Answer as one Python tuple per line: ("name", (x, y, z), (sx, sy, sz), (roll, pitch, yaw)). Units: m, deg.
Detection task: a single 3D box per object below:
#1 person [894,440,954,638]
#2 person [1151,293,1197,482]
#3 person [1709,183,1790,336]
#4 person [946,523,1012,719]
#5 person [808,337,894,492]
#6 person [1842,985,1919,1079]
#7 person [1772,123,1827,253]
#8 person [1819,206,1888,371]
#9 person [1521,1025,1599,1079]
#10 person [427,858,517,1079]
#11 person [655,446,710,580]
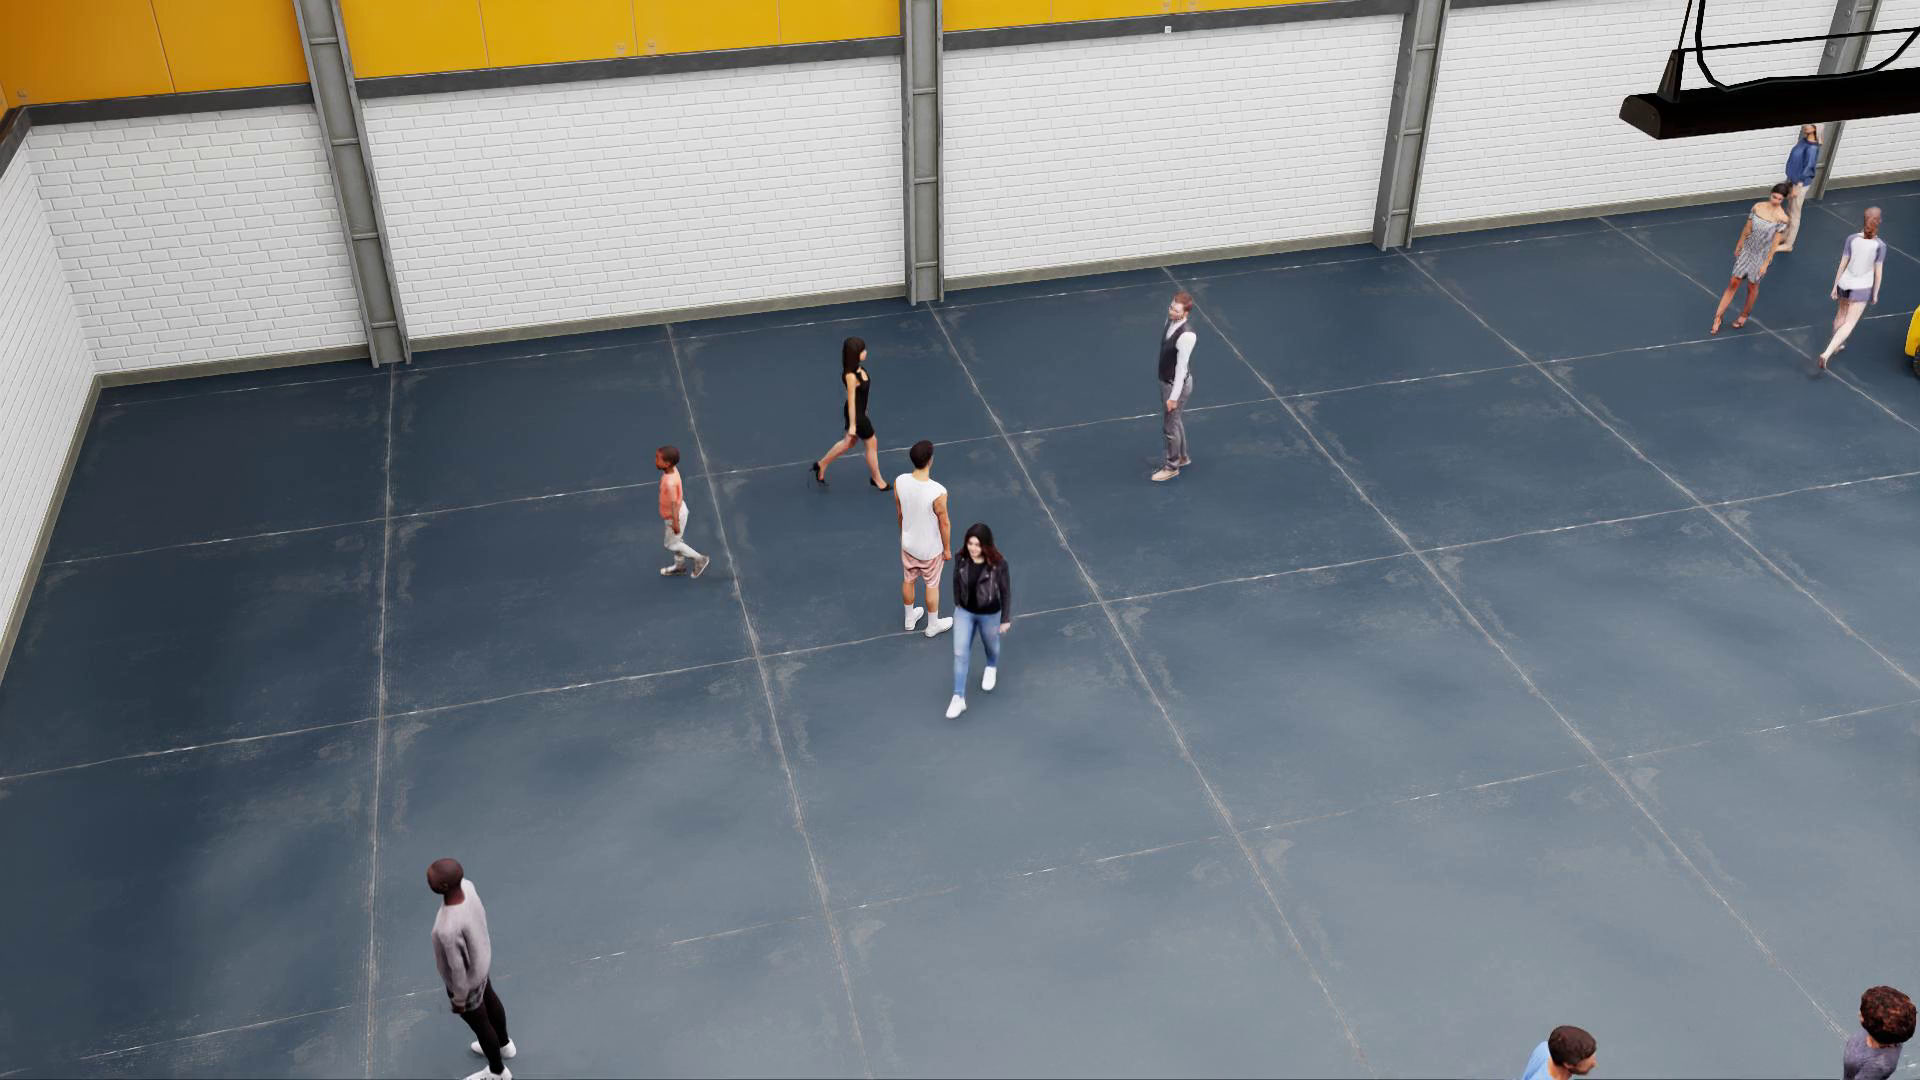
("person", (-0.315, -0.003, 13.603), (0.725, 1.787, 0.781), (19, 38, 26))
("person", (2.017, -1.503, 15.687), (0.698, 1.977, 0.709), (1, 34, 1))
("person", (8.795, -3.100, 18.262), (1.043, 1.787, 0.885), (-20, 39, -27))
("person", (0.185, 0.529, 12.965), (1.073, 1.606, 1.048), (9, 35, 14))
("person", (-1.047, -1.143, 15.471), (1.063, 1.617, 0.749), (0, 34, 0))
("person", (4.956, 3.117, 9.004), (1.004, 1.681, 0.934), (13, 36, 19))
("person", (10.211, -4.340, 20.208), (0.731, 1.697, 0.709), (9, 35, 13))
("person", (9.424, -2.636, 17.613), (1.183, 1.732, 0.920), (-25, 41, -32))
("person", (2.889, 3.172, 8.777), (1.064, 1.840, 0.957), (10, 35, 14))
("person", (-2.880, 2.537, 9.795), (0.592, 1.772, 0.660), (-1, 34, -2))
("person", (-2.411, -0.235, 14.392), (0.703, 1.300, 0.551), (-2, 34, -4))
